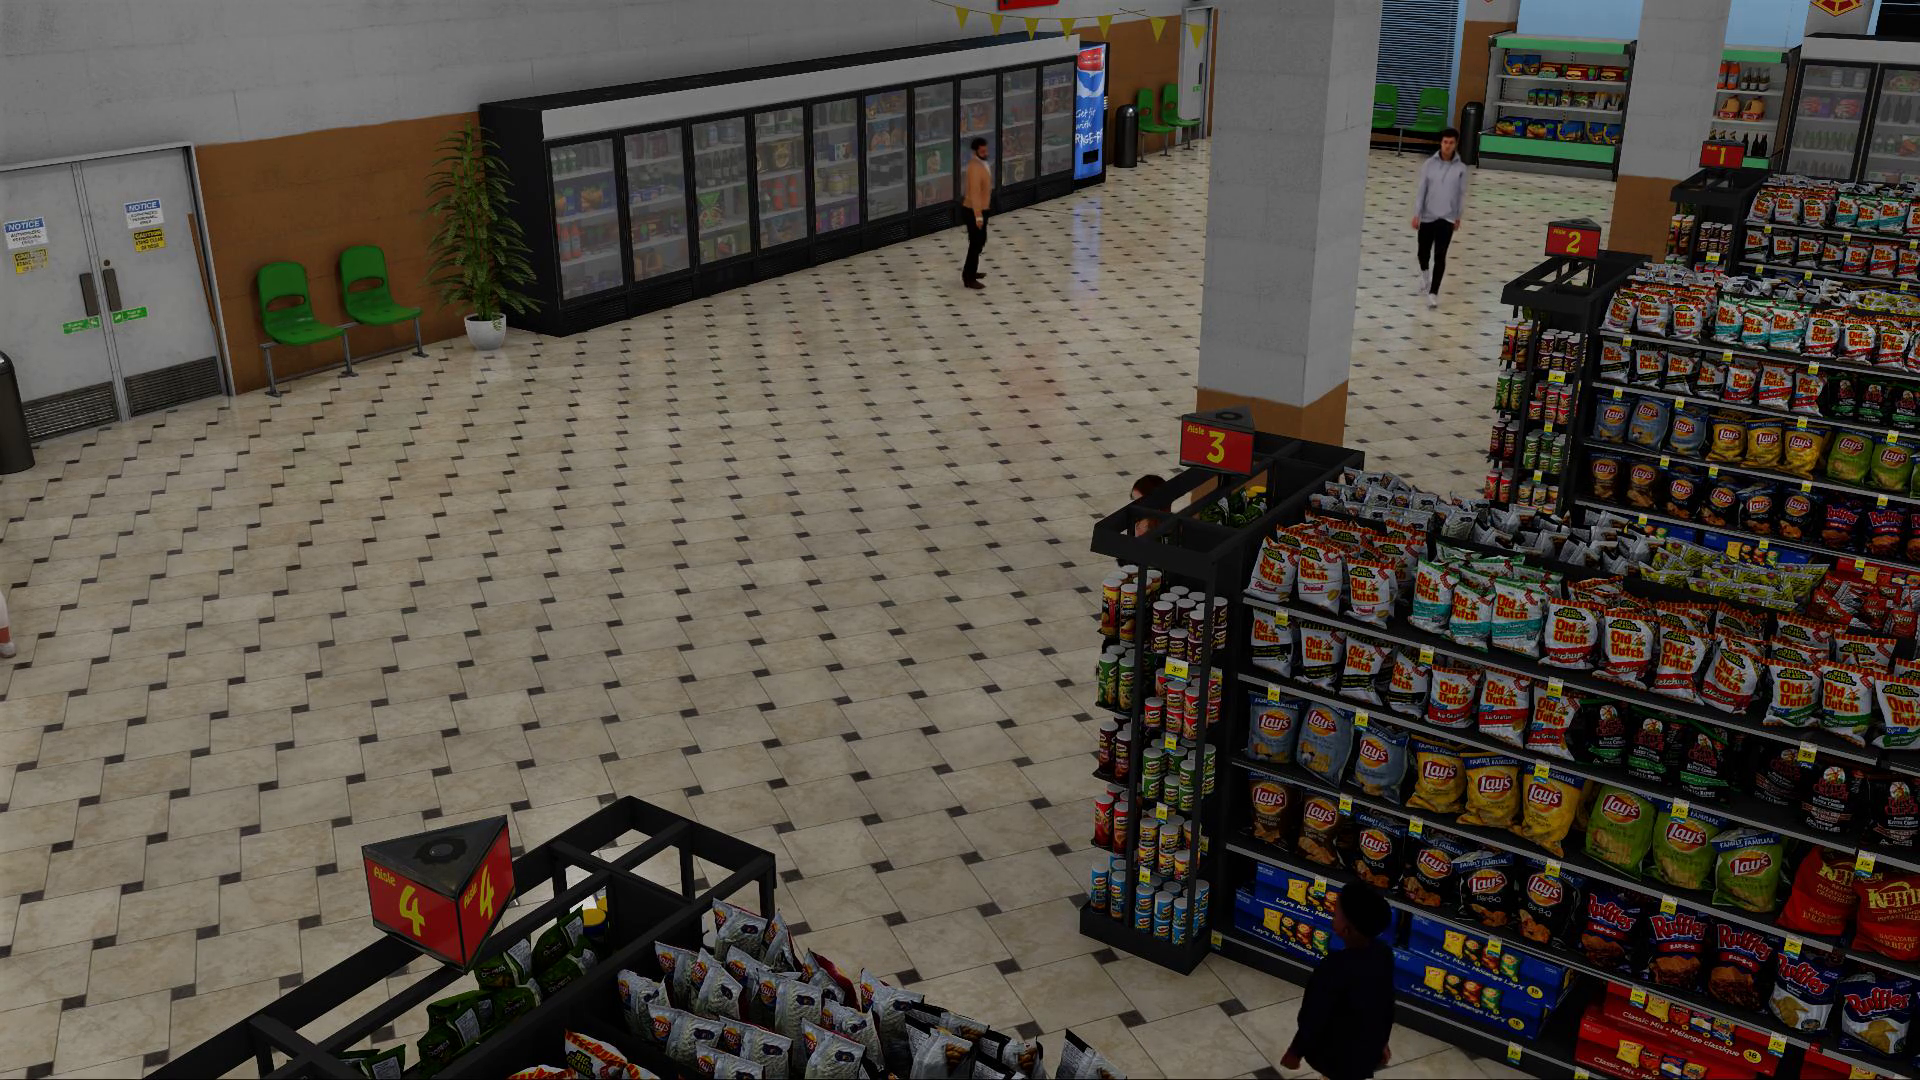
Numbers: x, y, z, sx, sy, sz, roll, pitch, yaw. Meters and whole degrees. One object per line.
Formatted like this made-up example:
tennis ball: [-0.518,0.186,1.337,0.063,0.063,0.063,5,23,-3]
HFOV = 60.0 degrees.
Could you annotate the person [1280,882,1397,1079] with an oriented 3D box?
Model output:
person: [1.419,1.808,5.842,0.631,1.248,0.852,-19,29,-40]

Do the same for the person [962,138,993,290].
person: [0.156,-3.723,18.983,0.822,1.715,0.909,0,22,-1]

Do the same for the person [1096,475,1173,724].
person: [1.041,0.435,8.643,0.760,1.709,0.665,-10,24,-24]

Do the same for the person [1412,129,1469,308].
person: [5.265,-3.571,18.346,1.169,1.907,0.983,6,23,14]
